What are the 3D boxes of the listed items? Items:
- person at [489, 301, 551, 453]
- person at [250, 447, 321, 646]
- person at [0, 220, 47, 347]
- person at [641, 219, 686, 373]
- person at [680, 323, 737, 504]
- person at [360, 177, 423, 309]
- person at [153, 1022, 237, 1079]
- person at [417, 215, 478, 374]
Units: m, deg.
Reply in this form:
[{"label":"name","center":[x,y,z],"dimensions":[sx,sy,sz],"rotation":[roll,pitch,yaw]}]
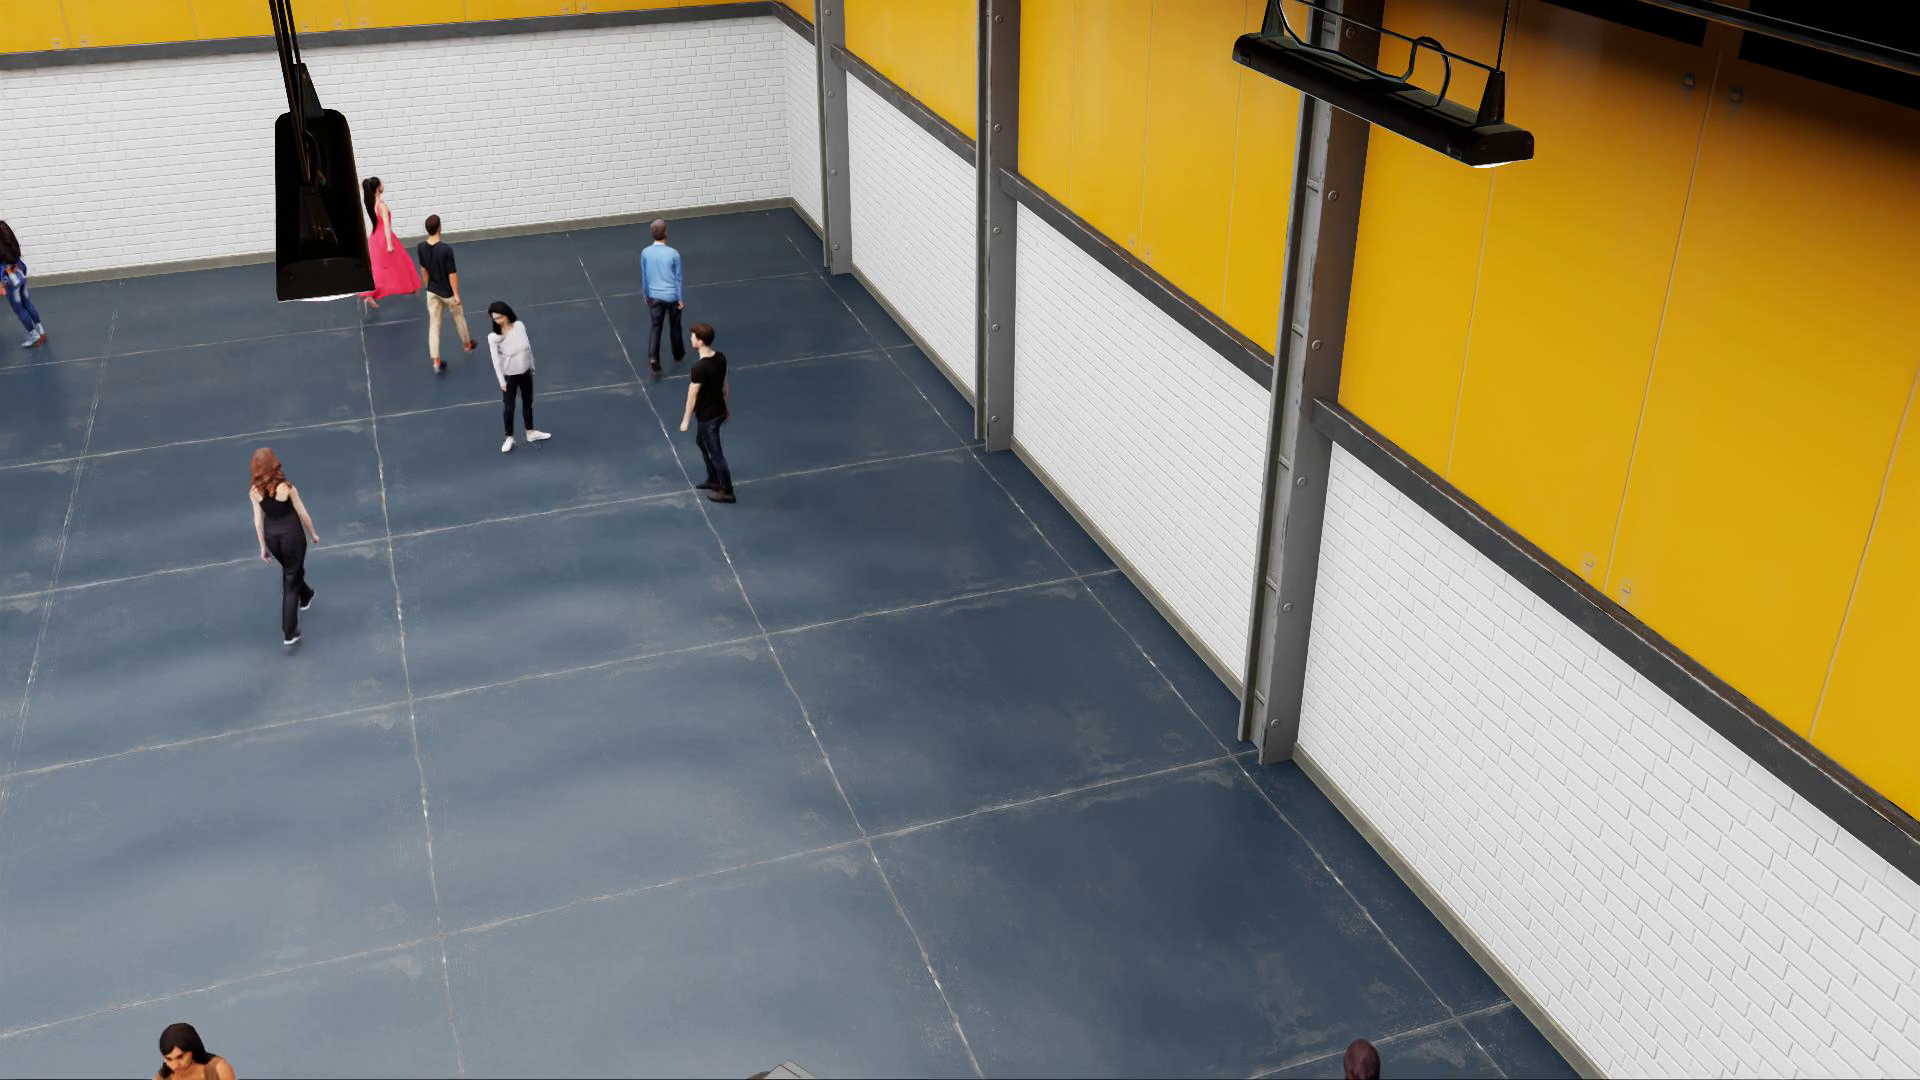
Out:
[{"label":"person","center":[-4.692,-1.792,17.683],"dimensions":[0.767,1.678,0.803],"rotation":[12,31,21]},{"label":"person","center":[-5.796,0.078,14.233],"dimensions":[0.843,1.699,1.233],"rotation":[-1,29,-1]},{"label":"person","center":[-11.482,-3.133,20.213],"dimensions":[0.817,1.609,0.635],"rotation":[6,29,10]},{"label":"person","center":[-3.491,-2.834,19.474],"dimensions":[1.015,1.792,1.231],"rotation":[4,29,7]},{"label":"person","center":[-2.387,-1.219,16.422],"dimensions":[0.915,1.879,0.848],"rotation":[8,30,14]},{"label":"person","center":[-7.457,-3.760,21.288],"dimensions":[1.099,1.681,1.062],"rotation":[18,34,30]},{"label":"person","center":[-3.901,3.109,8.694],"dimensions":[0.591,1.680,0.689],"rotation":[-6,29,-12]},{"label":"person","center":[-6.110,-2.845,19.477],"dimensions":[1.047,1.808,1.254],"rotation":[5,29,10]}]
